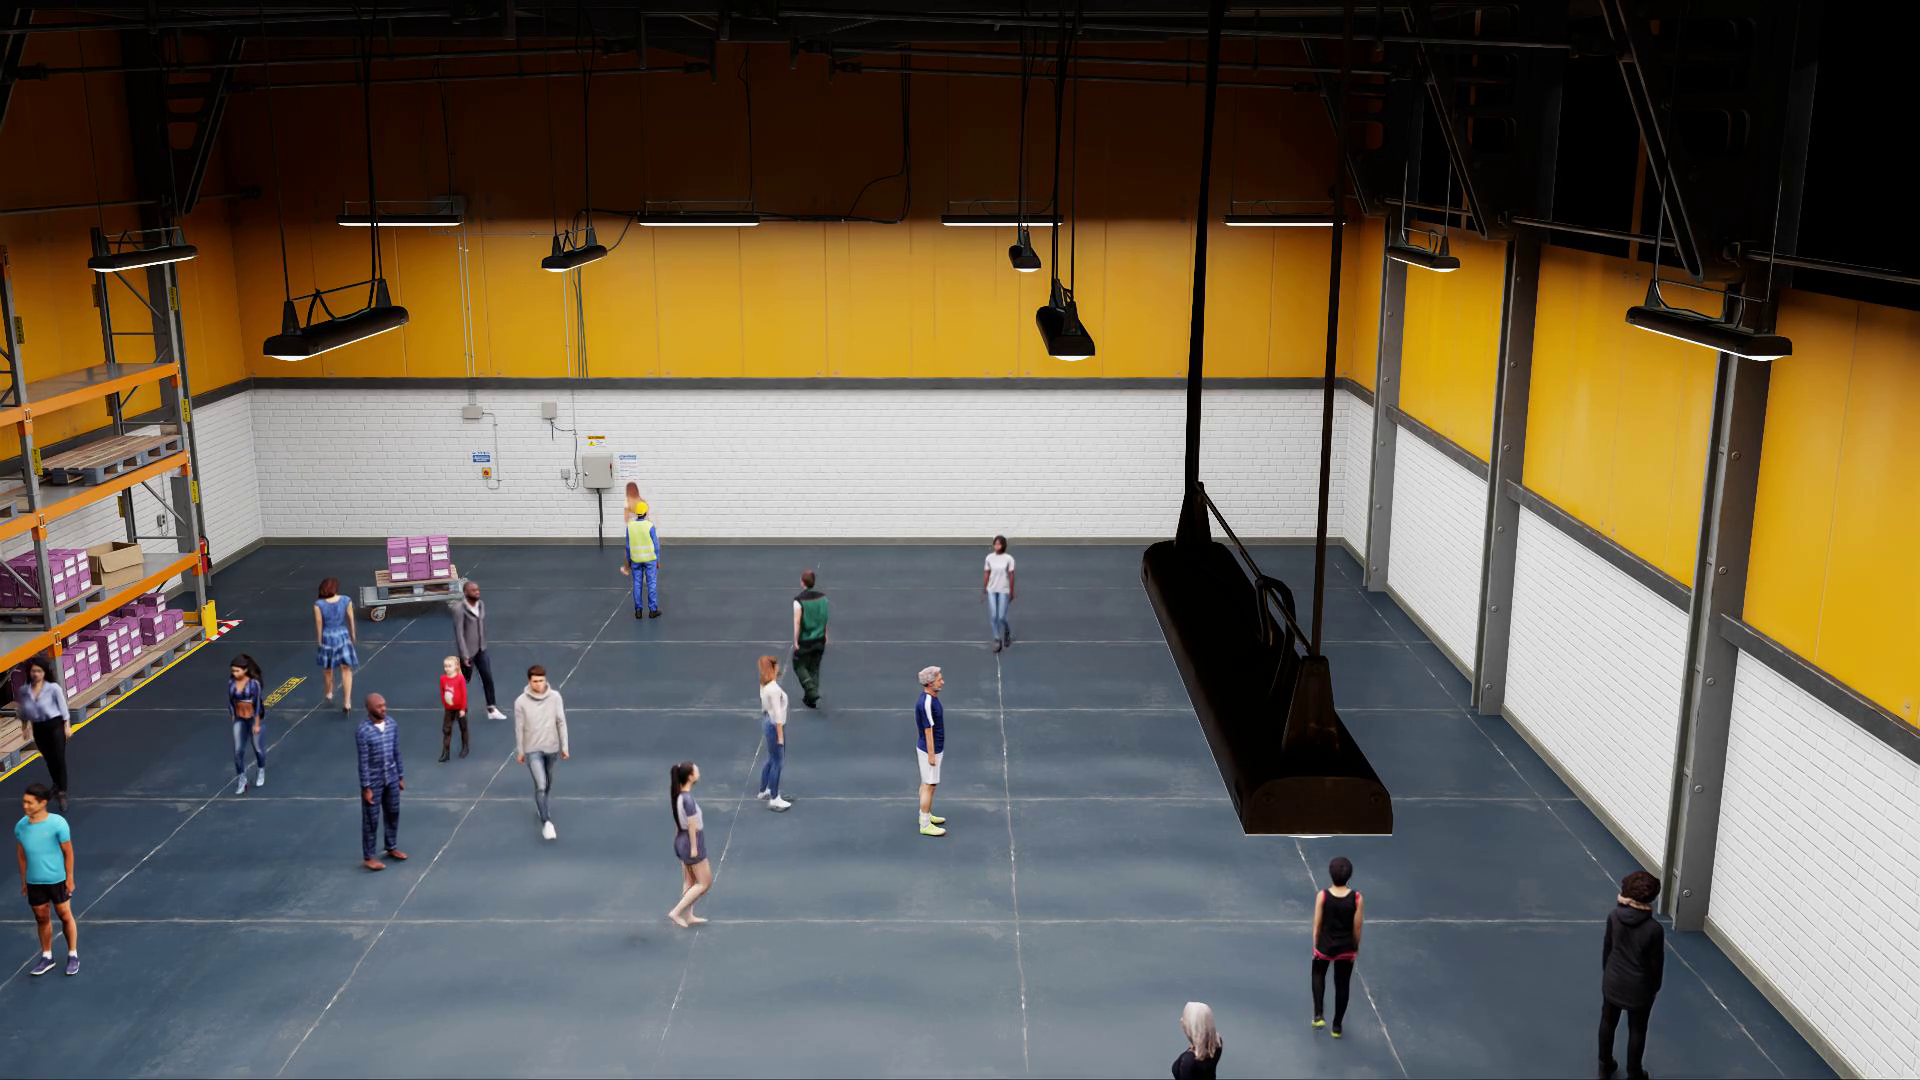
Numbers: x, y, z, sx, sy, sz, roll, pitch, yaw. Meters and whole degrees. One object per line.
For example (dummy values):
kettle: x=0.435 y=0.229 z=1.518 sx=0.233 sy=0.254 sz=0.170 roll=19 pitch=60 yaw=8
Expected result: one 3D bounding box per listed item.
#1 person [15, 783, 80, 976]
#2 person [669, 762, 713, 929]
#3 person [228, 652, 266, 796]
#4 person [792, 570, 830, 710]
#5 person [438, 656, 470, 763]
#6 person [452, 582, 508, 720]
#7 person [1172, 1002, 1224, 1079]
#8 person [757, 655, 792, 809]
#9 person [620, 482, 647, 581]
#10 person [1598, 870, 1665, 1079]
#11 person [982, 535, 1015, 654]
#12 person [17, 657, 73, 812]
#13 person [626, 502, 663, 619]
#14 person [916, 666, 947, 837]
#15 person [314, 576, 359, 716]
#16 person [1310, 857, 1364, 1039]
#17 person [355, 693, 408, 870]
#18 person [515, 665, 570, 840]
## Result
person: x=-8.034 y=2.975 z=14.653 sx=0.606 sy=1.775 sz=0.504 roll=0 pitch=14 yaw=-1
person: x=-2.592 y=2.861 z=15.418 sx=0.788 sy=1.637 sz=0.708 roll=-6 pitch=15 yaw=-24
person: x=-8.027 y=2.044 z=18.866 sx=0.602 sy=1.602 sz=0.729 roll=0 pitch=14 yaw=-2
person: x=-1.905 y=1.306 z=21.435 sx=0.831 sy=1.827 sz=0.881 roll=-9 pitch=16 yaw=-32
person: x=-5.989 y=1.986 z=19.840 sx=0.507 sy=1.257 sz=0.814 roll=1 pitch=14 yaw=2
person: x=-6.251 y=1.413 z=21.074 sx=1.187 sy=1.790 sz=1.208 roll=10 pitch=17 yaw=35
person: x=1.572 y=3.866 z=11.047 sx=0.761 sy=1.743 sz=0.687 roll=11 pitch=17 yaw=38
person: x=-2.054 y=2.114 z=18.346 sx=0.784 sy=1.712 sz=0.605 roll=0 pitch=14 yaw=-1
person: x=-5.360 y=-0.104 z=27.640 sx=1.044 sy=1.649 sz=1.187 roll=-11 pitch=17 yaw=-38
person: x=5.182 y=3.406 z=12.879 sx=0.721 sy=1.774 sz=0.768 roll=11 pitch=17 yaw=38
person: x=0.576 y=0.764 z=23.929 sx=0.707 sy=1.708 sz=0.769 roll=5 pitch=14 yaw=19
person: x=-10.076 y=2.102 z=18.375 sx=0.671 sy=1.721 sz=0.789 roll=1 pitch=14 yaw=4
person: x=-4.884 y=0.299 z=25.624 sx=0.655 sy=1.813 sz=0.549 roll=0 pitch=14 yaw=0
person: x=-0.316 y=2.208 z=17.691 sx=0.692 sy=1.837 sz=0.468 roll=0 pitch=14 yaw=-1
person: x=-7.952 y=1.385 z=21.242 sx=0.944 sy=1.765 sz=1.126 roll=-7 pitch=15 yaw=-28
person: x=3.075 y=3.350 z=13.601 sx=0.584 sy=1.543 sz=0.606 roll=3 pitch=14 yaw=12
person: x=-5.906 y=2.416 z=16.884 sx=0.820 sy=1.813 sz=0.720 roll=9 pitch=16 yaw=33
person: x=-4.474 y=2.202 z=17.759 sx=1.044 sy=1.817 sz=1.317 roll=-7 pitch=15 yaw=-26
